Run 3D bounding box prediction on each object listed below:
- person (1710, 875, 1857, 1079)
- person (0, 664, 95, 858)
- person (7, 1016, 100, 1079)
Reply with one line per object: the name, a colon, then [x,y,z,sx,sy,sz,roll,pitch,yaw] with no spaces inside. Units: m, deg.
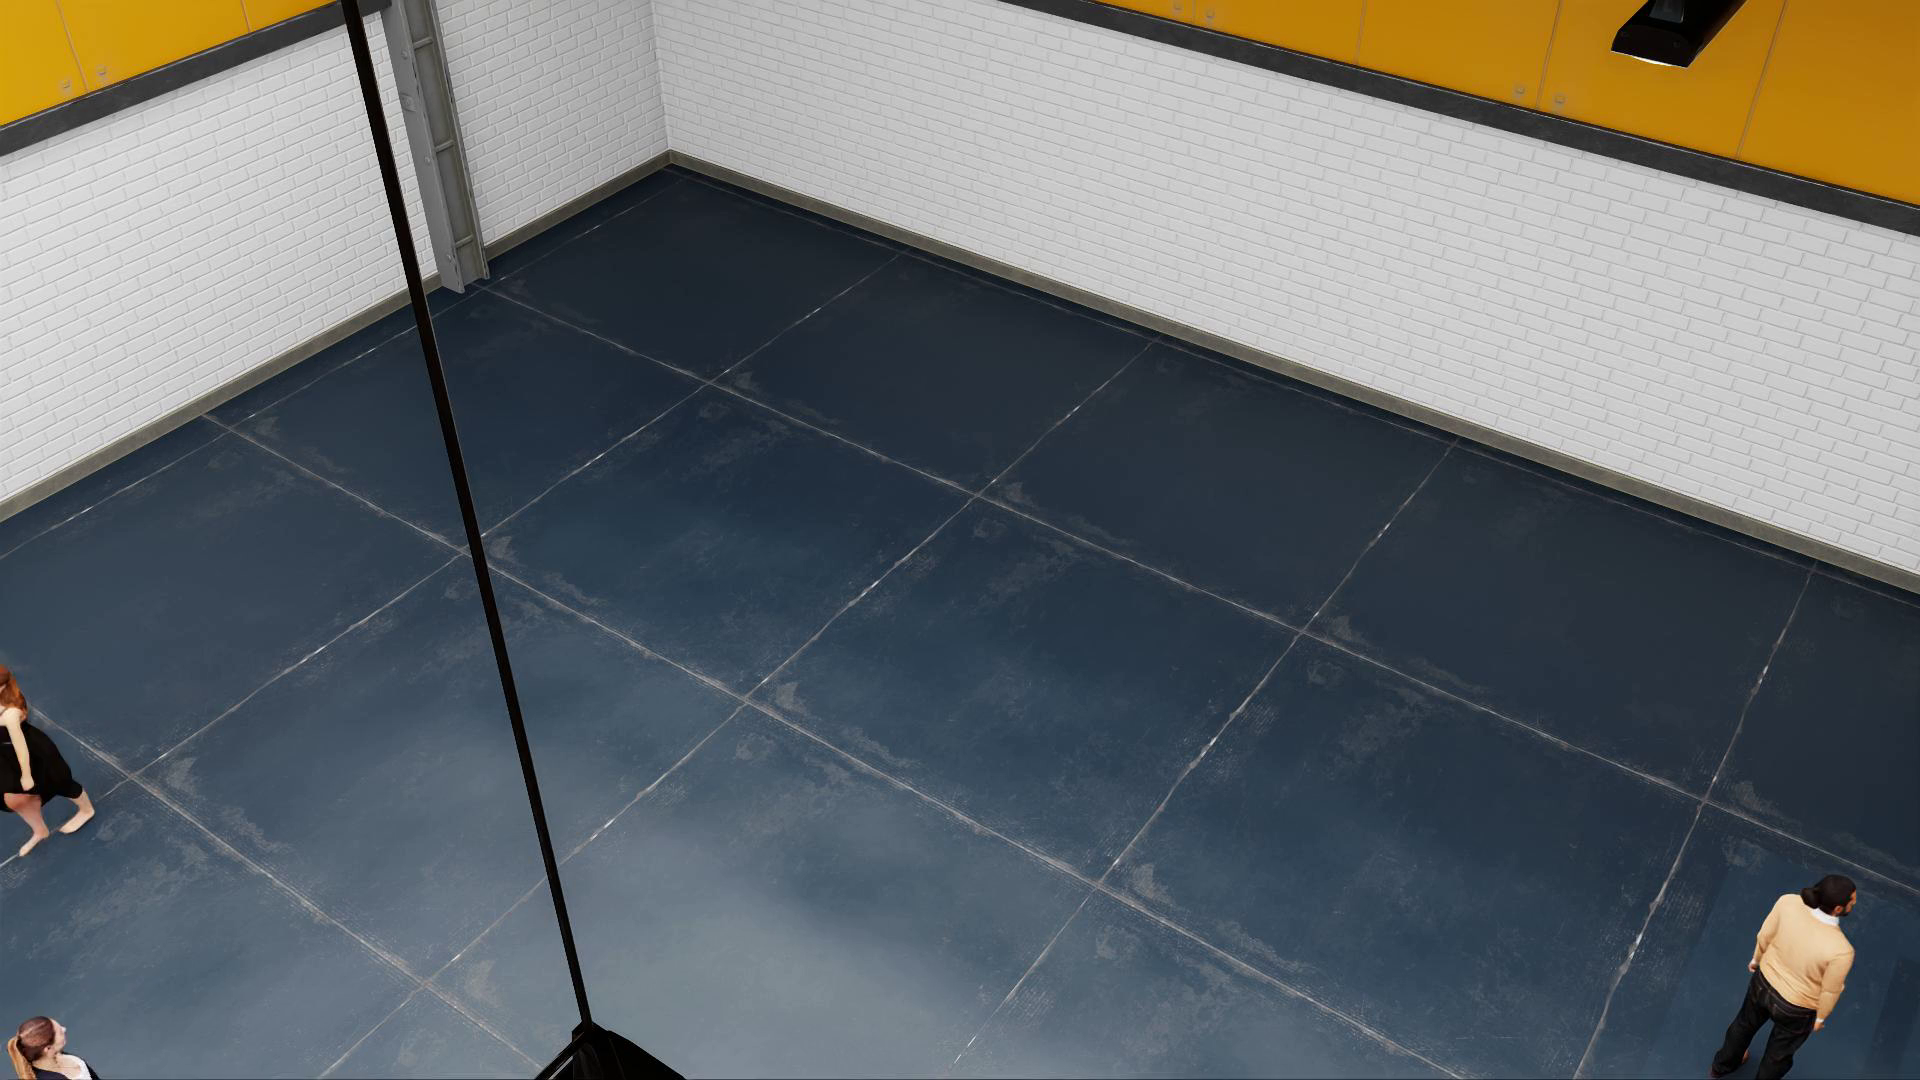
person: [4.496,2.450,9.040,0.769,1.752,0.755,-16,41,-19]
person: [-5.892,1.322,10.575,0.620,1.596,0.756,28,47,31]
person: [-4.531,3.030,8.388,0.955,1.658,0.826,-19,42,-22]
